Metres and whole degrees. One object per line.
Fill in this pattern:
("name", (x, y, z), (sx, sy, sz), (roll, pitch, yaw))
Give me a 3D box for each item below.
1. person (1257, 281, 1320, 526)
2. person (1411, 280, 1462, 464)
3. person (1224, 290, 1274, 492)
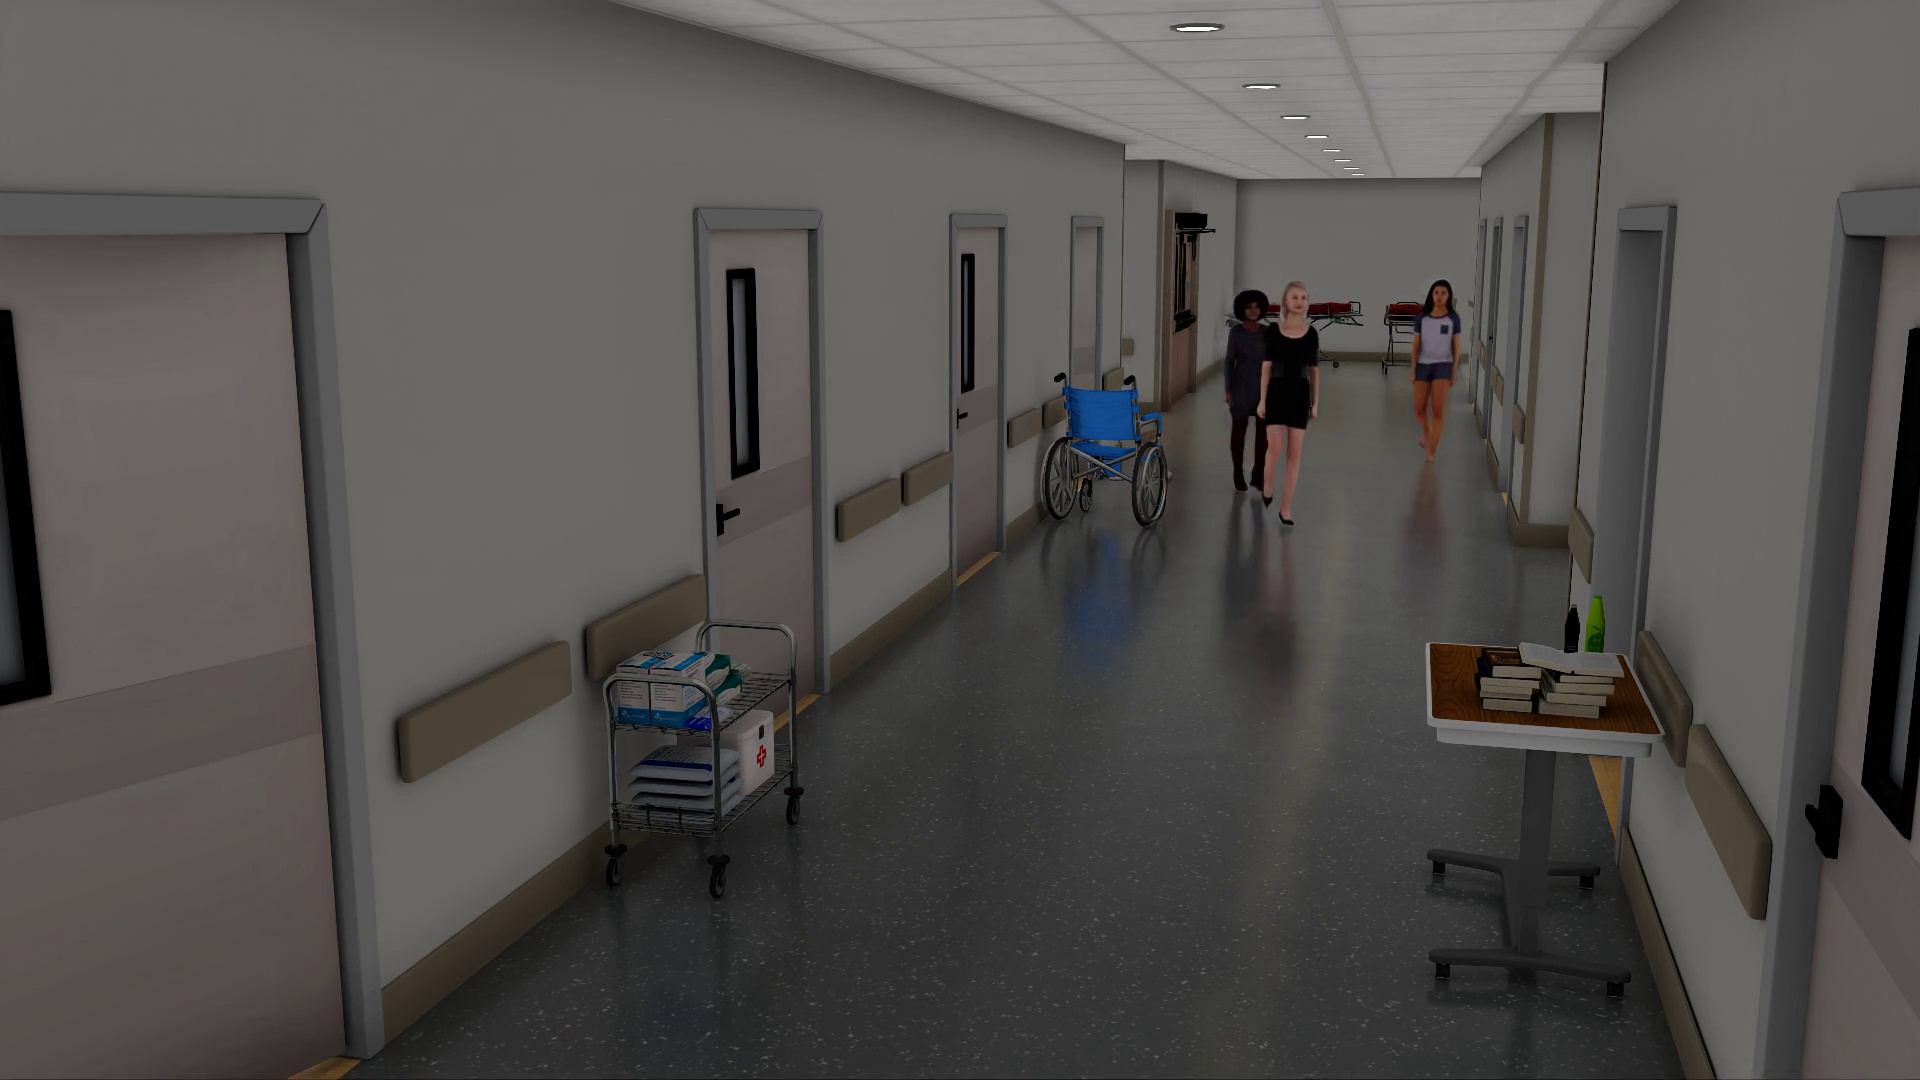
("person", (2.453, -1.035, 12.591), (0.746, 1.821, 0.843), (-1, 11, -4))
("person", (4.533, -1.610, 15.890), (0.641, 1.720, 0.885), (4, 11, 20))
("person", (2.424, -1.261, 14.110), (0.747, 1.698, 0.793), (-2, 11, -9))
